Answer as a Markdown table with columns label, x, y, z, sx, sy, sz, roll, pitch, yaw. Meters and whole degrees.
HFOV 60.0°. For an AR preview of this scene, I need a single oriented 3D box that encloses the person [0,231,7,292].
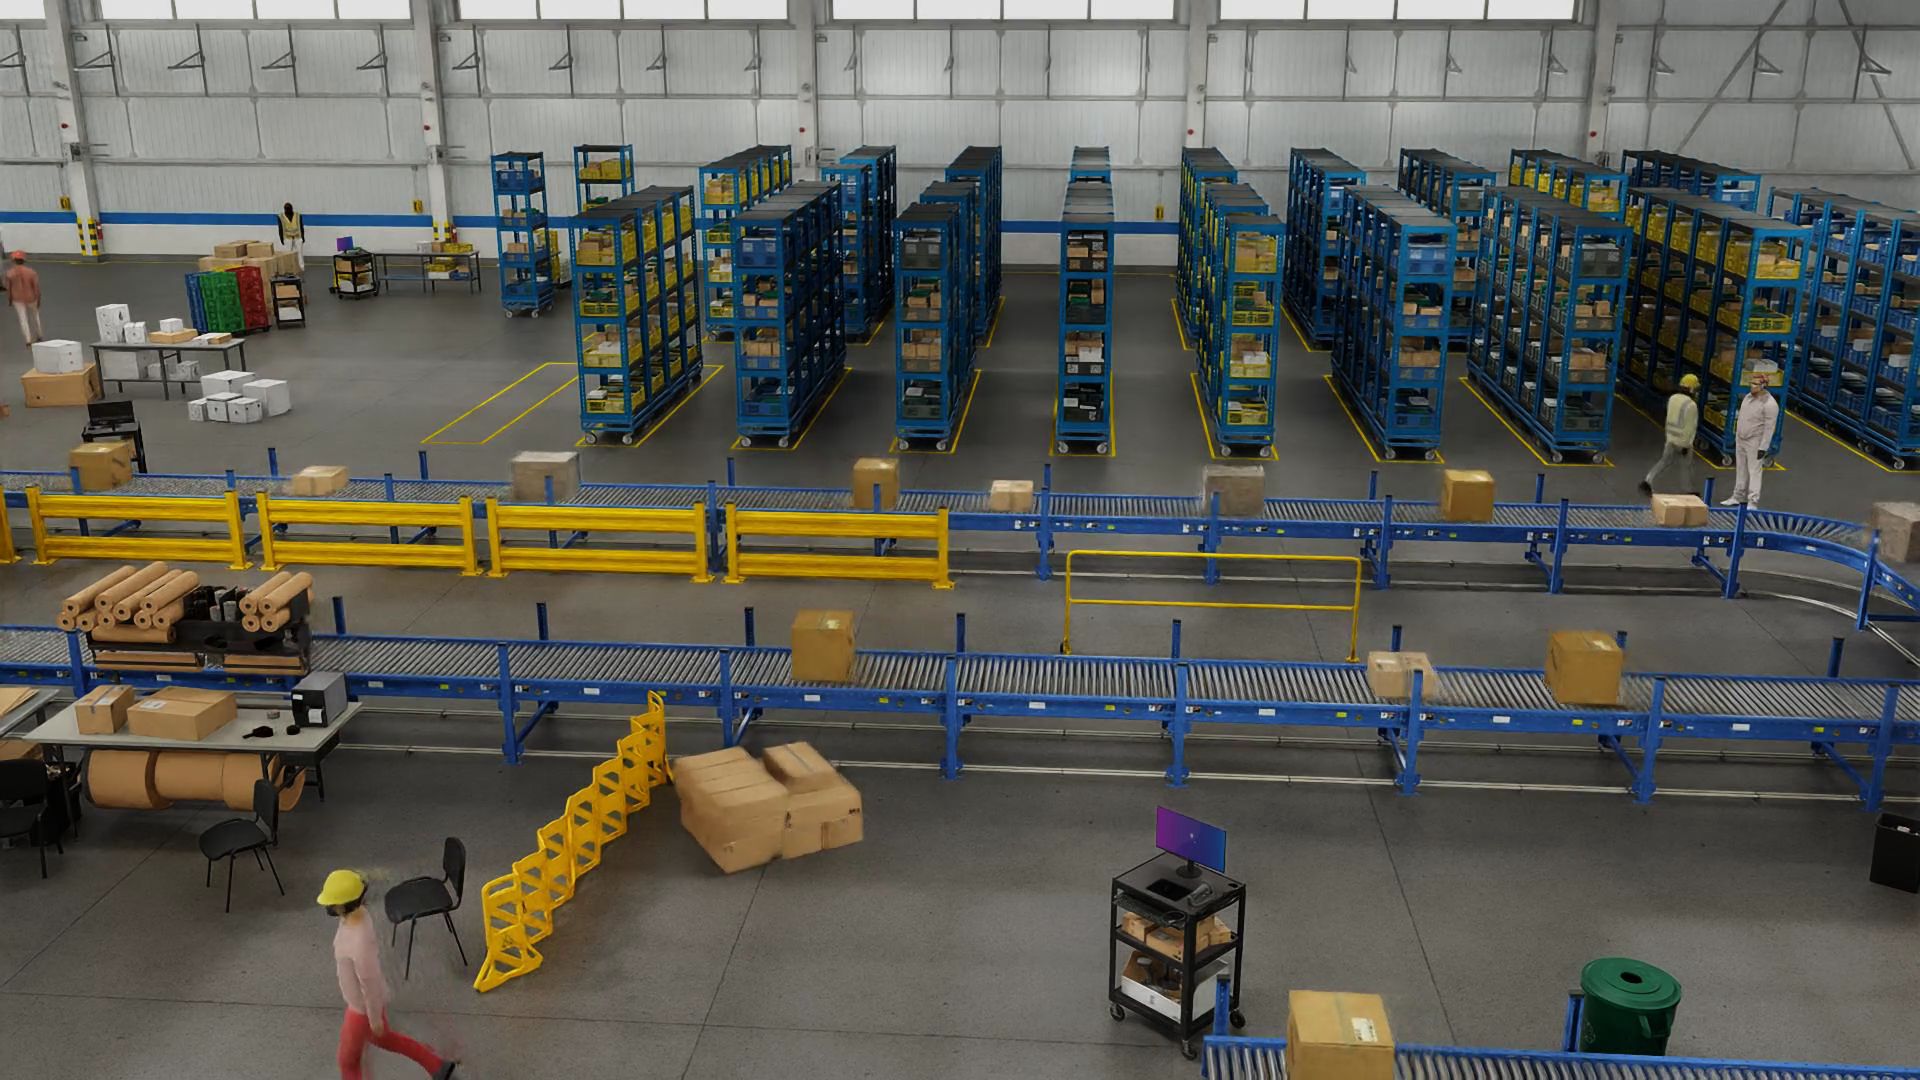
| label | x | y | z | sx | sy | sz | roll | pitch | yaw |
| --- | --- | --- | --- | --- | --- | --- | --- | --- | --- |
| person | -23.594 | -7.026 | 40.711 | 0.438 | 1.919 | 0.630 | 0 | 17 | 1 |

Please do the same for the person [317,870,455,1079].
| label | x | y | z | sx | sy | sz | roll | pitch | yaw |
| --- | --- | --- | --- | --- | --- | --- | --- | --- | --- |
| person | -3.524 | 2.738 | 10.029 | 0.769 | 1.740 | 0.526 | -7 | 19 | -20 |

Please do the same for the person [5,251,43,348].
| label | x | y | z | sx | sy | sz | roll | pitch | yaw |
| --- | --- | --- | --- | --- | --- | --- | --- | --- | --- |
| person | -19.144 | -4.937 | 34.048 | 0.626 | 1.940 | 1.020 | -7 | 19 | -22 |

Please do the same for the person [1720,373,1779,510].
| label | x | y | z | sx | sy | sz | roll | pitch | yaw |
| --- | --- | --- | --- | --- | --- | --- | --- | --- | --- |
| person | 10.771 | -1.331 | 22.665 | 0.408 | 1.908 | 0.641 | -4 | 18 | -12 |

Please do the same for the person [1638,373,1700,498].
| label | x | y | z | sx | sy | sz | roll | pitch | yaw |
| --- | --- | --- | --- | --- | --- | --- | --- | --- | --- |
| person | 9.975 | -1.440 | 23.189 | 0.833 | 1.804 | 0.597 | -4 | 18 | -13 |

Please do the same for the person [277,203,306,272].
| label | x | y | z | sx | sy | sz | roll | pitch | yaw |
| --- | --- | --- | --- | --- | --- | --- | --- | --- | --- |
| person | -17.628 | -7.982 | 43.901 | 0.632 | 1.832 | 0.430 | -8 | 19 | -25 |
